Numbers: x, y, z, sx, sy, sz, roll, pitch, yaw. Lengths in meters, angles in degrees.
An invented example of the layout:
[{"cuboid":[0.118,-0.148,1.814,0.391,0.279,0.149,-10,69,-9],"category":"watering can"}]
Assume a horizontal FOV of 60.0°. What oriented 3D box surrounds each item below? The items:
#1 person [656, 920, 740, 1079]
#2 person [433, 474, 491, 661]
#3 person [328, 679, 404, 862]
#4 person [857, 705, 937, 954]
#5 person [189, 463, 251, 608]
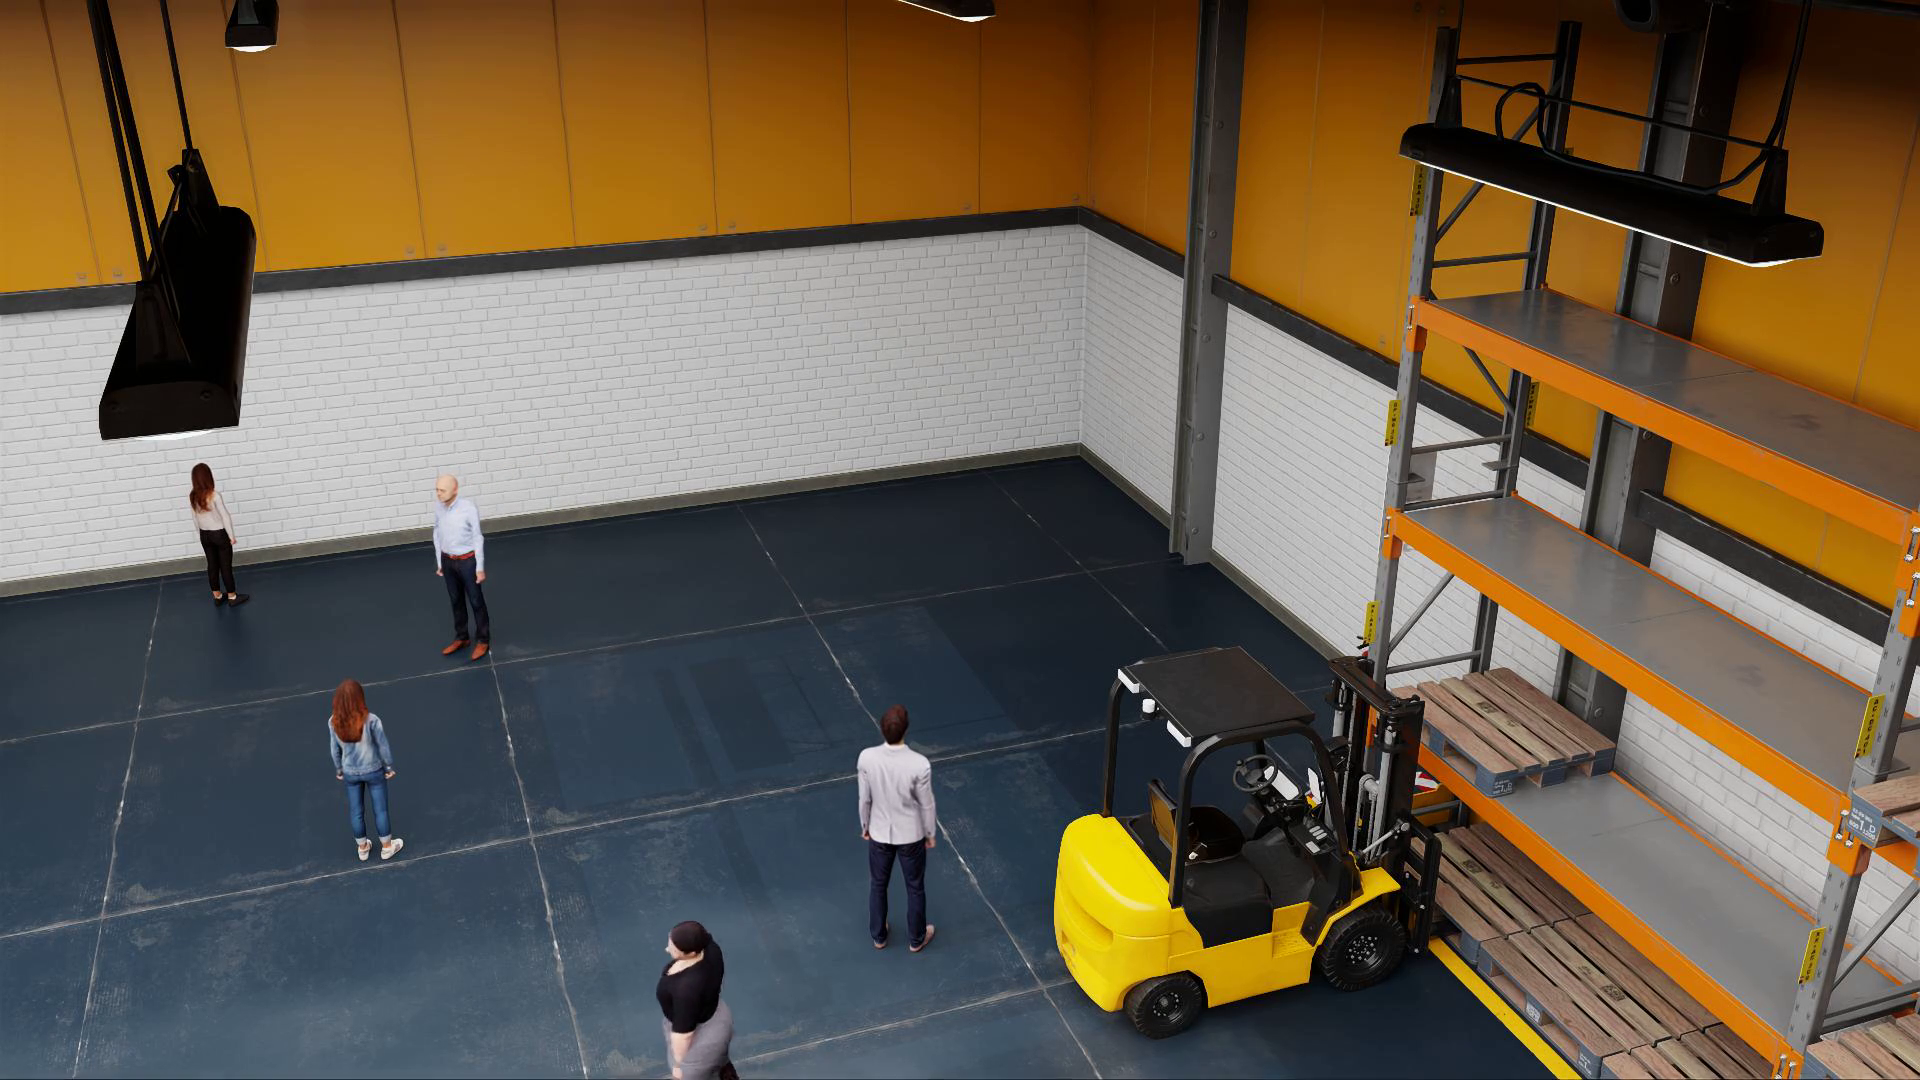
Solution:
[{"cuboid":[-1.423,2.811,9.388,0.925,1.736,0.794,10,25,21],"category":"person"},{"cuboid":[-4.574,0.224,15.240,0.727,1.789,0.758,7,25,17],"category":"person"},{"cuboid":[-4.409,1.693,12.271,0.633,1.476,0.602,0,24,-1],"category":"person"},{"cuboid":[-0.428,1.949,11.215,0.767,1.852,0.771,5,24,11],"category":"person"},{"cuboid":[-7.286,-0.051,16.249,0.617,1.484,0.643,5,24,11],"category":"person"}]
